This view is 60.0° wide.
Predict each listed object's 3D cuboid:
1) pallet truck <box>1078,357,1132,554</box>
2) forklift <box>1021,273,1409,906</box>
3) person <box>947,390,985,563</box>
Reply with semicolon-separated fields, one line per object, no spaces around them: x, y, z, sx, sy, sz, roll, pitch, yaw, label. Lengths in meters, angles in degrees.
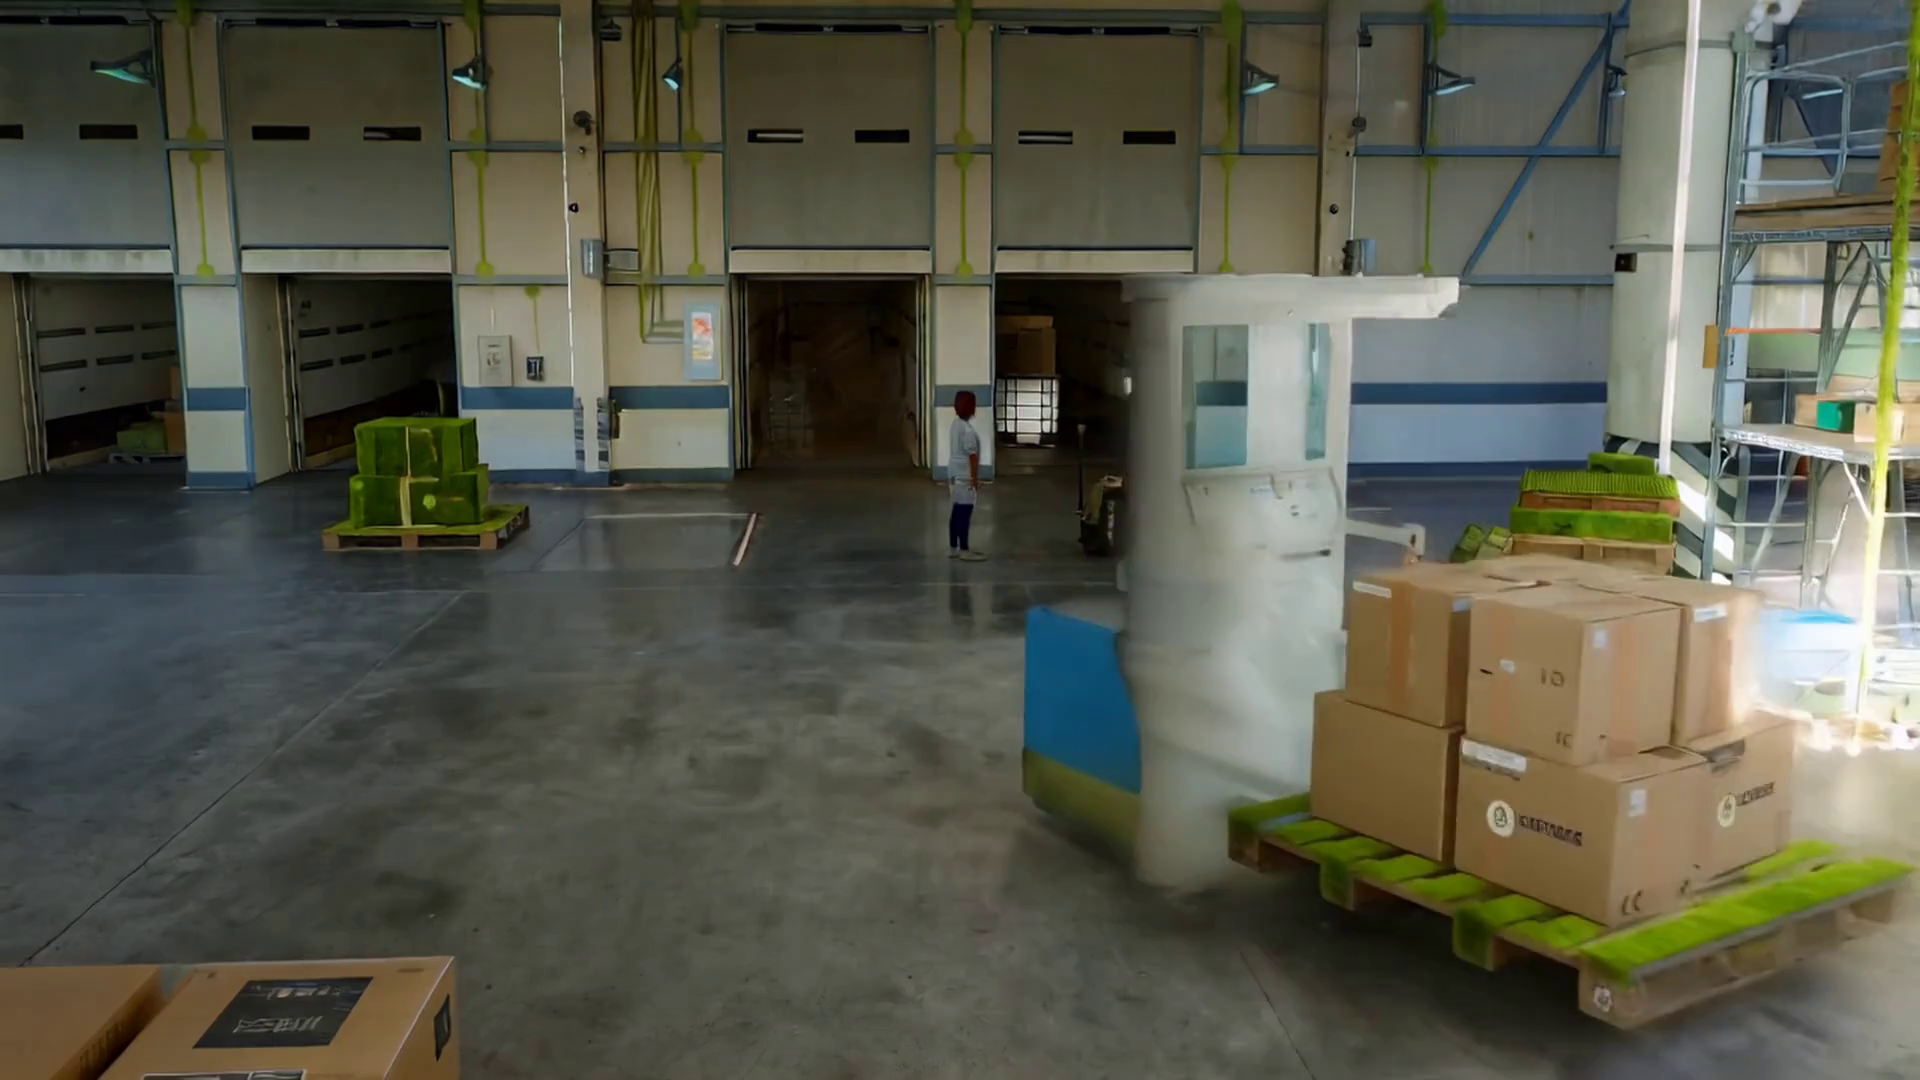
2.088;-0.836;16.757;1.885;1.965;0.823;2;9;13;pallet truck
1.232;0.087;8.200;1.129;2.768;1.873;-6;11;-32;forklift
0.050;-0.629;16.391;0.316;1.700;0.540;-3;10;-21;person
